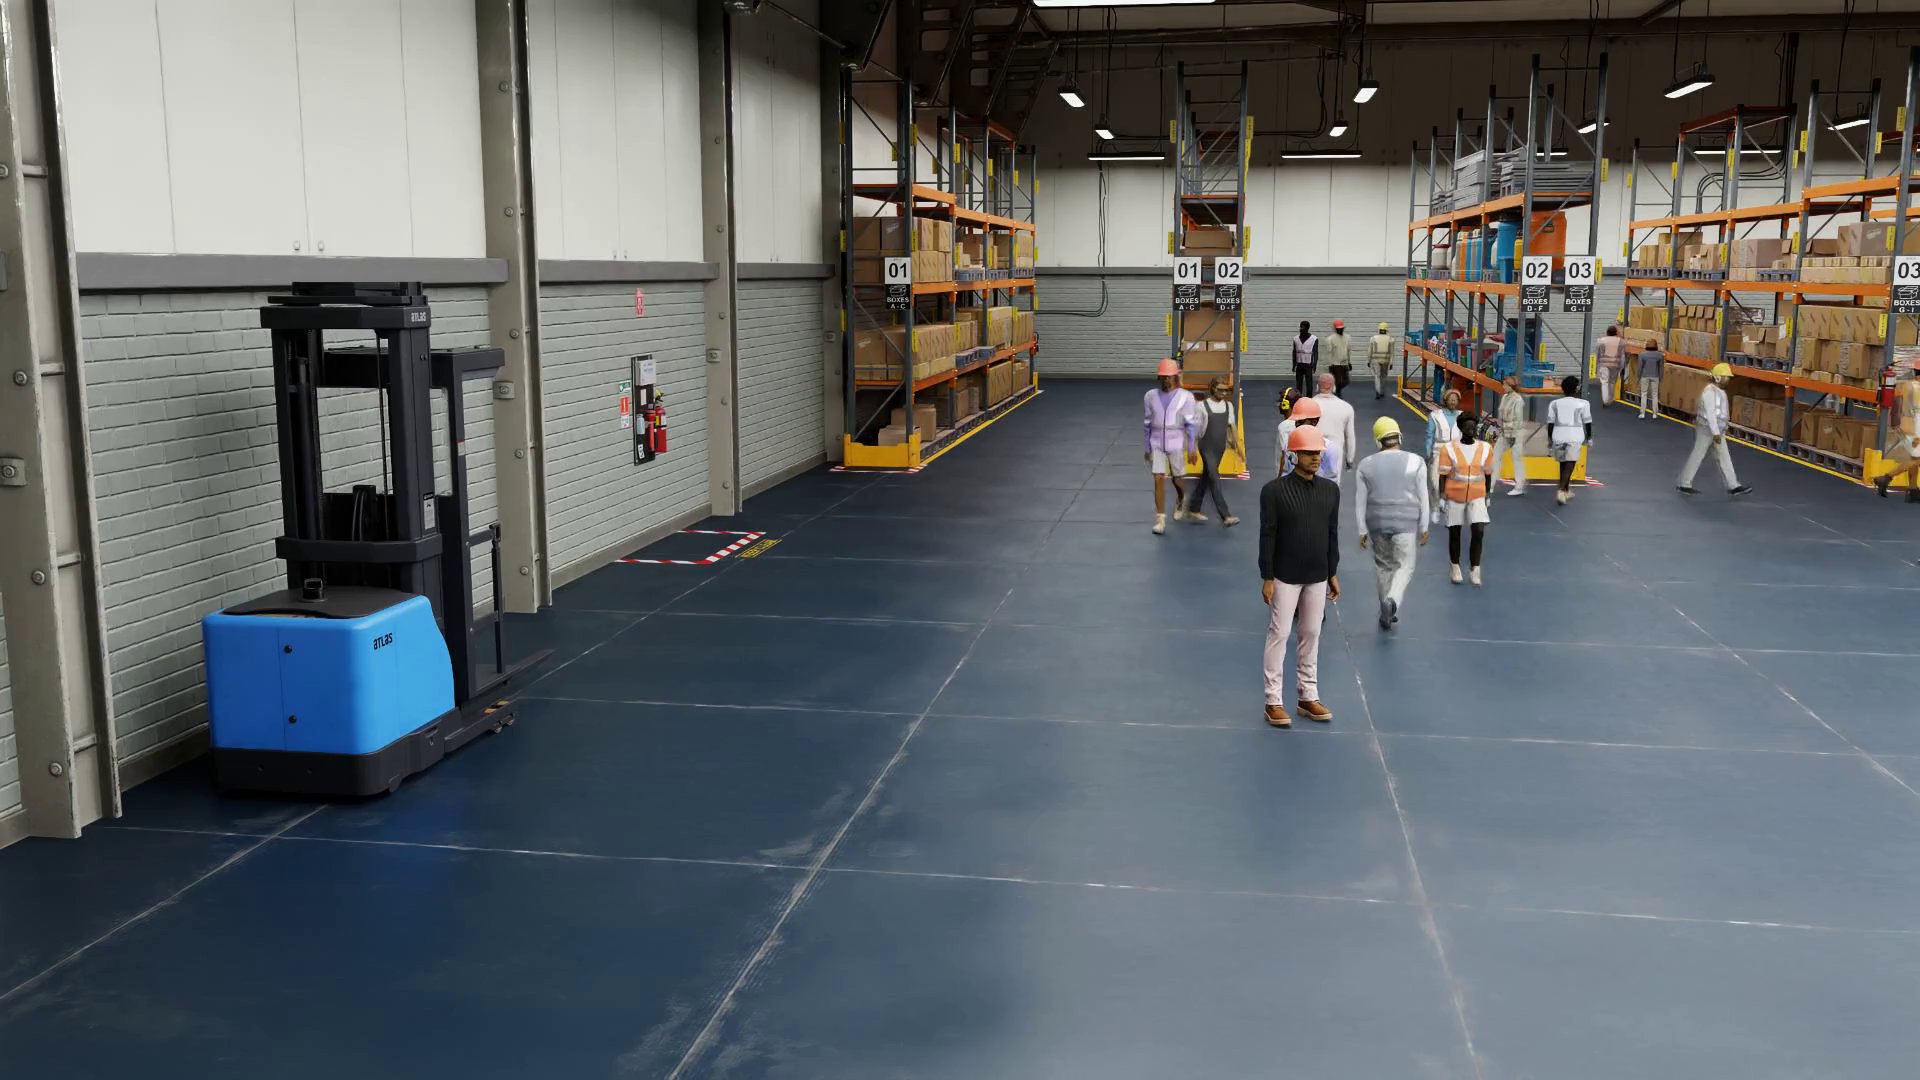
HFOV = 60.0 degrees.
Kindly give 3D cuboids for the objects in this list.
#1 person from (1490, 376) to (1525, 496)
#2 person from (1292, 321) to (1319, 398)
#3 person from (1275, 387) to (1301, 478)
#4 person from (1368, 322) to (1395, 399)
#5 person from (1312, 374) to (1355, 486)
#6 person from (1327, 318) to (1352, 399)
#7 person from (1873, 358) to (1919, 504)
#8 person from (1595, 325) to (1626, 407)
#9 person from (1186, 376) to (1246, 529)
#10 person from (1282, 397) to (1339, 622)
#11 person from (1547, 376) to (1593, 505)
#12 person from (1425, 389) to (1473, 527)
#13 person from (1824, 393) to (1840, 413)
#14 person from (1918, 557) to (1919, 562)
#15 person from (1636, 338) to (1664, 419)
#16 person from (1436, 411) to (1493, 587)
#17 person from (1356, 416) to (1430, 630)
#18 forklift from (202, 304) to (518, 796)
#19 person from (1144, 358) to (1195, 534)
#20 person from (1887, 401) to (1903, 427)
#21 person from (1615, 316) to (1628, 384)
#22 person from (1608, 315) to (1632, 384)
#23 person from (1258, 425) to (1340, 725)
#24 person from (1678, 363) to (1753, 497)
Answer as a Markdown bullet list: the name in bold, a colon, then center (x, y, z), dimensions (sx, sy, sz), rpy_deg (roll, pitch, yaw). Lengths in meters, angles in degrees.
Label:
- **person**: center (7.250, -1.381, 22.180), dimensions (0.757, 1.602, 0.545), rpy_deg (-2, 9, -11)
- **person**: center (7.565, -3.844, 36.458), dimensions (0.590, 1.917, 0.396), rpy_deg (7, 12, 38)
- **person**: center (3.240, -0.581, 16.475), dimensions (0.320, 1.871, 0.533), rpy_deg (7, 11, 36)
- **person**: center (9.934, -4.232, 39.227), dimensions (0.589, 1.799, 0.872), rpy_deg (1, 9, 5)
- **person**: center (4.127, -0.949, 18.809), dimensions (0.660, 1.859, 1.009), rpy_deg (2, 9, 12)
- **person**: center (8.297, -3.877, 36.497), dimensions (0.641, 1.968, 0.565), rpy_deg (-4, 10, -24)
- **person**: center (12.301, -1.426, 21.570), dimensions (0.675, 1.915, 0.546), rpy_deg (2, 10, 15)
- **person**: center (14.375, -3.846, 36.818), dimensions (0.634, 1.808, 0.931), rpy_deg (3, 10, 16)
- **person**: center (3.007, -1.042, 19.580), dimensions (0.544, 1.786, 1.001), rpy_deg (-5, 11, -30)
- **person**: center (2.960, -0.256, 14.258), dimensions (0.376, 1.936, 0.549), rpy_deg (-8, 12, -39)
- **person**: center (7.850, -1.292, 21.513), dimensions (0.542, 1.660, 0.870), rpy_deg (8, 12, 41)
- **person**: center (5.746, -0.963, 19.549), dimensions (0.536, 1.625, 0.370), rpy_deg (1, 9, 7)
- **person**: center (17.164, -3.181, 32.557), dimensions (0.610, 1.844, 0.891), rpy_deg (4, 10, 24)
- **person**: center (10.179, -0.718, 17.017), dimensions (0.613, 1.965, 0.361), rpy_deg (8, 12, 41)
- **person**: center (14.068, -3.291, 33.913), dimensions (0.507, 1.631, 0.276), rpy_deg (2, 9, 14)
- **person**: center (4.819, -0.384, 15.850), dimensions (0.546, 1.666, 0.685), rpy_deg (1, 9, 6)
- **person**: center (3.575, -0.116, 13.815), dimensions (0.603, 1.805, 0.665), rpy_deg (4, 10, 24)
- **forklift**: center (-3.673, -0.038, 10.147), dimensions (1.129, 2.768, 1.873), rpy_deg (1, 9, 9)
- **person**: center (2.444, -1.112, 19.311), dimensions (0.614, 2.020, 0.789), rpy_deg (4, 10, 22)
- **person**: center (16.490, -2.680, 29.461), dimensions (0.675, 1.849, 1.005), rpy_deg (4, 10, 23)
- **person**: center (16.361, -4.599, 41.140), dimensions (0.421, 1.908, 0.603), rpy_deg (6, 11, 35)
- **person**: center (15.881, -4.456, 40.055), dimensions (0.483, 1.973, 0.617), rpy_deg (-7, 12, -37)
- **person**: center (2.271, 0.226, 11.104), dimensions (0.612, 1.997, 0.375), rpy_deg (-4, 10, -23)
- **person**: center (10.048, -1.450, 22.096), dimensions (0.601, 1.782, 0.915), rpy_deg (-9, 13, -43)
